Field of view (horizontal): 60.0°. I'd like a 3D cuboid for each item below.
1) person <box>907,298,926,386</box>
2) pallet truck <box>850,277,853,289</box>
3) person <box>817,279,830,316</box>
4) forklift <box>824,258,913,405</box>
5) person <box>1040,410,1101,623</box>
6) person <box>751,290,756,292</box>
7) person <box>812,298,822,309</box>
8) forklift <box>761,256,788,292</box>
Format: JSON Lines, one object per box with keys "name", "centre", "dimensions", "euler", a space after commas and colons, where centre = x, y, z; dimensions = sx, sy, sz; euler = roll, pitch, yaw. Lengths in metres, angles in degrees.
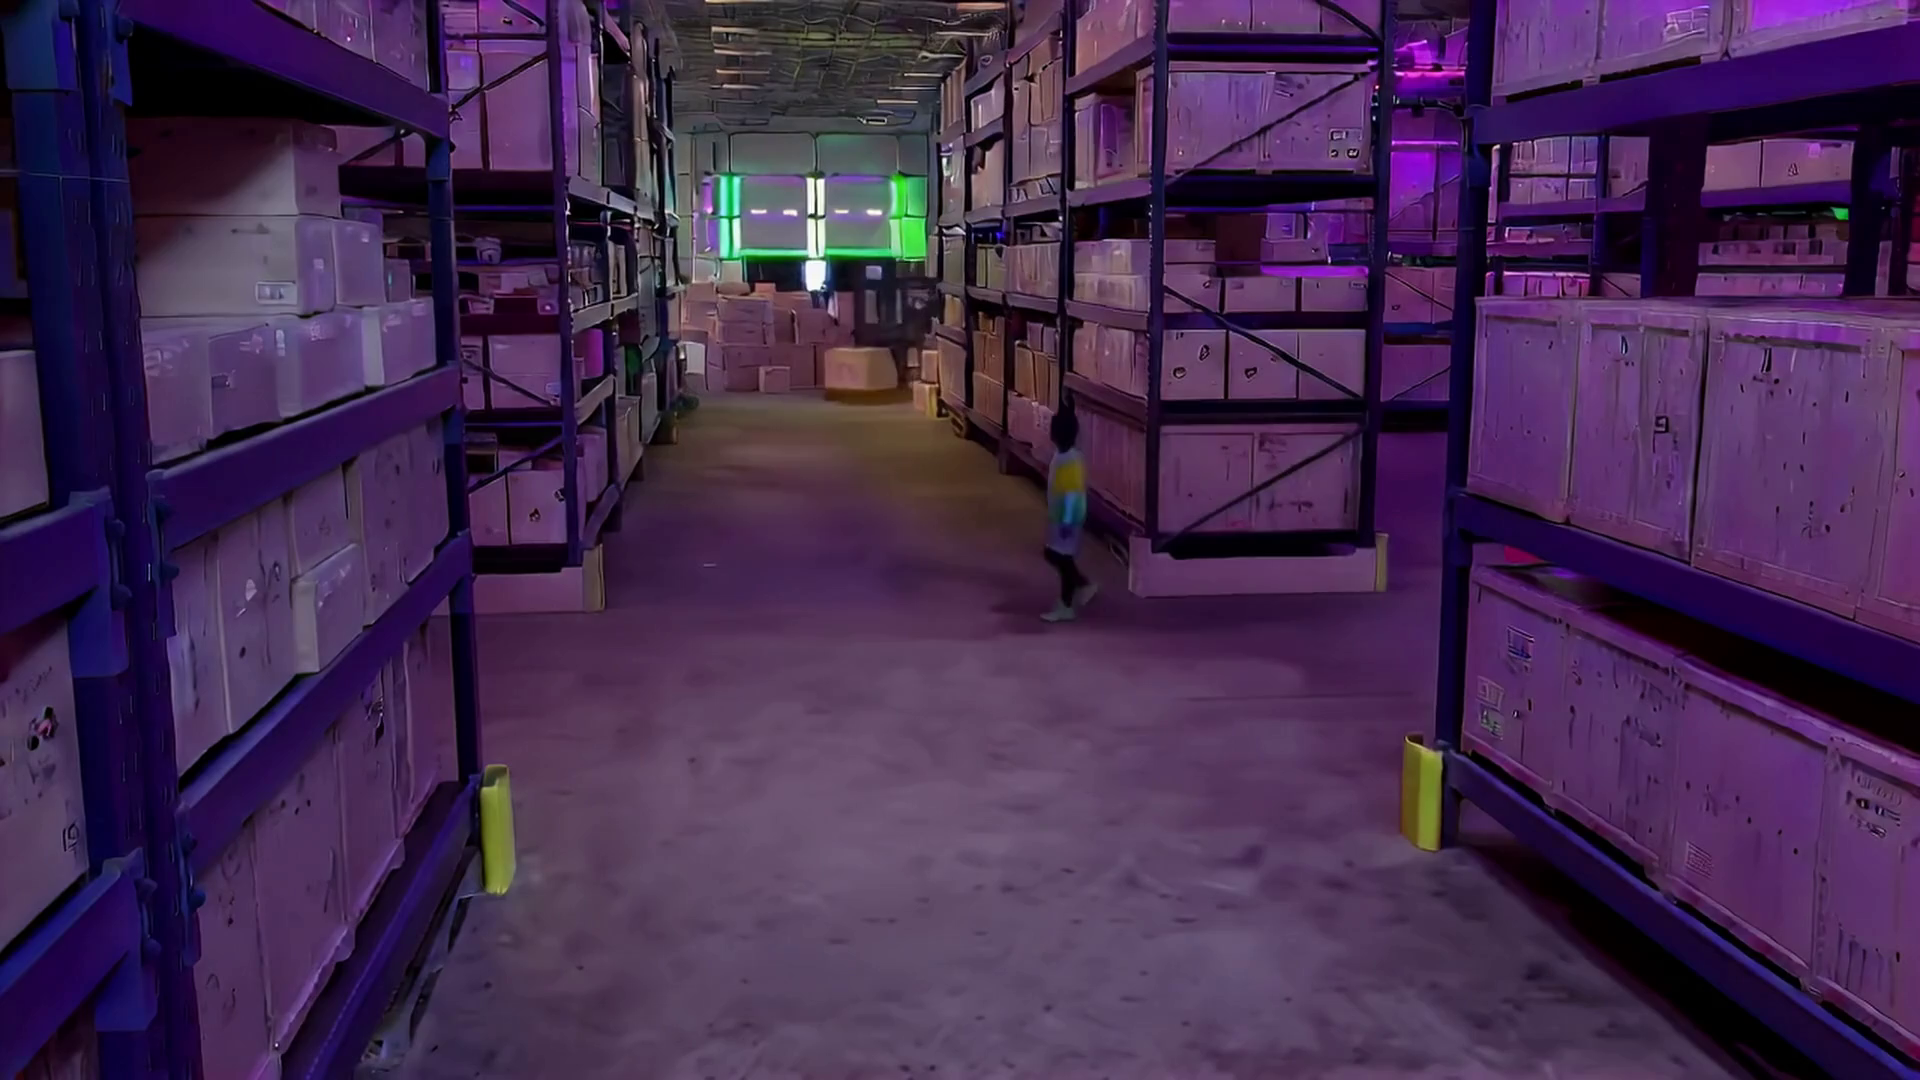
{"name": "person", "centre": [-0.889, -3.988, 34.359], "dimensions": [0.378, 1.995, 0.612], "euler": [-5, 11, -28]}
{"name": "pallet truck", "centre": [-3.782, -9.391, 65.808], "dimensions": [1.885, 1.965, 0.823], "euler": [2, 10, 10]}
{"name": "person", "centre": [-5.321, -9.224, 65.040], "dimensions": [0.588, 1.927, 0.371], "euler": [6, 11, 32]}
{"name": "forklift", "centre": [-1.680, -4.096, 32.413], "dimensions": [1.129, 2.768, 1.873], "euler": [8, 12, 37]}
{"name": "person", "centre": [0.859, -0.182, 13.076], "dimensions": [0.427, 1.684, 0.550], "euler": [-1, 10, -8]}
{"name": "person", "centre": [-5.773, -5.952, 46.069], "dimensions": [0.885, 1.905, 0.638], "euler": [-1, 10, -8]}
{"name": "person", "centre": [-3.530, -5.008, 40.765], "dimensions": [0.430, 1.837, 0.620], "euler": [-5, 11, -27]}
{"name": "forklift", "centre": [-6.760, -8.992, 60.913], "dimensions": [1.129, 2.768, 1.873], "euler": [-6, 12, -33]}
